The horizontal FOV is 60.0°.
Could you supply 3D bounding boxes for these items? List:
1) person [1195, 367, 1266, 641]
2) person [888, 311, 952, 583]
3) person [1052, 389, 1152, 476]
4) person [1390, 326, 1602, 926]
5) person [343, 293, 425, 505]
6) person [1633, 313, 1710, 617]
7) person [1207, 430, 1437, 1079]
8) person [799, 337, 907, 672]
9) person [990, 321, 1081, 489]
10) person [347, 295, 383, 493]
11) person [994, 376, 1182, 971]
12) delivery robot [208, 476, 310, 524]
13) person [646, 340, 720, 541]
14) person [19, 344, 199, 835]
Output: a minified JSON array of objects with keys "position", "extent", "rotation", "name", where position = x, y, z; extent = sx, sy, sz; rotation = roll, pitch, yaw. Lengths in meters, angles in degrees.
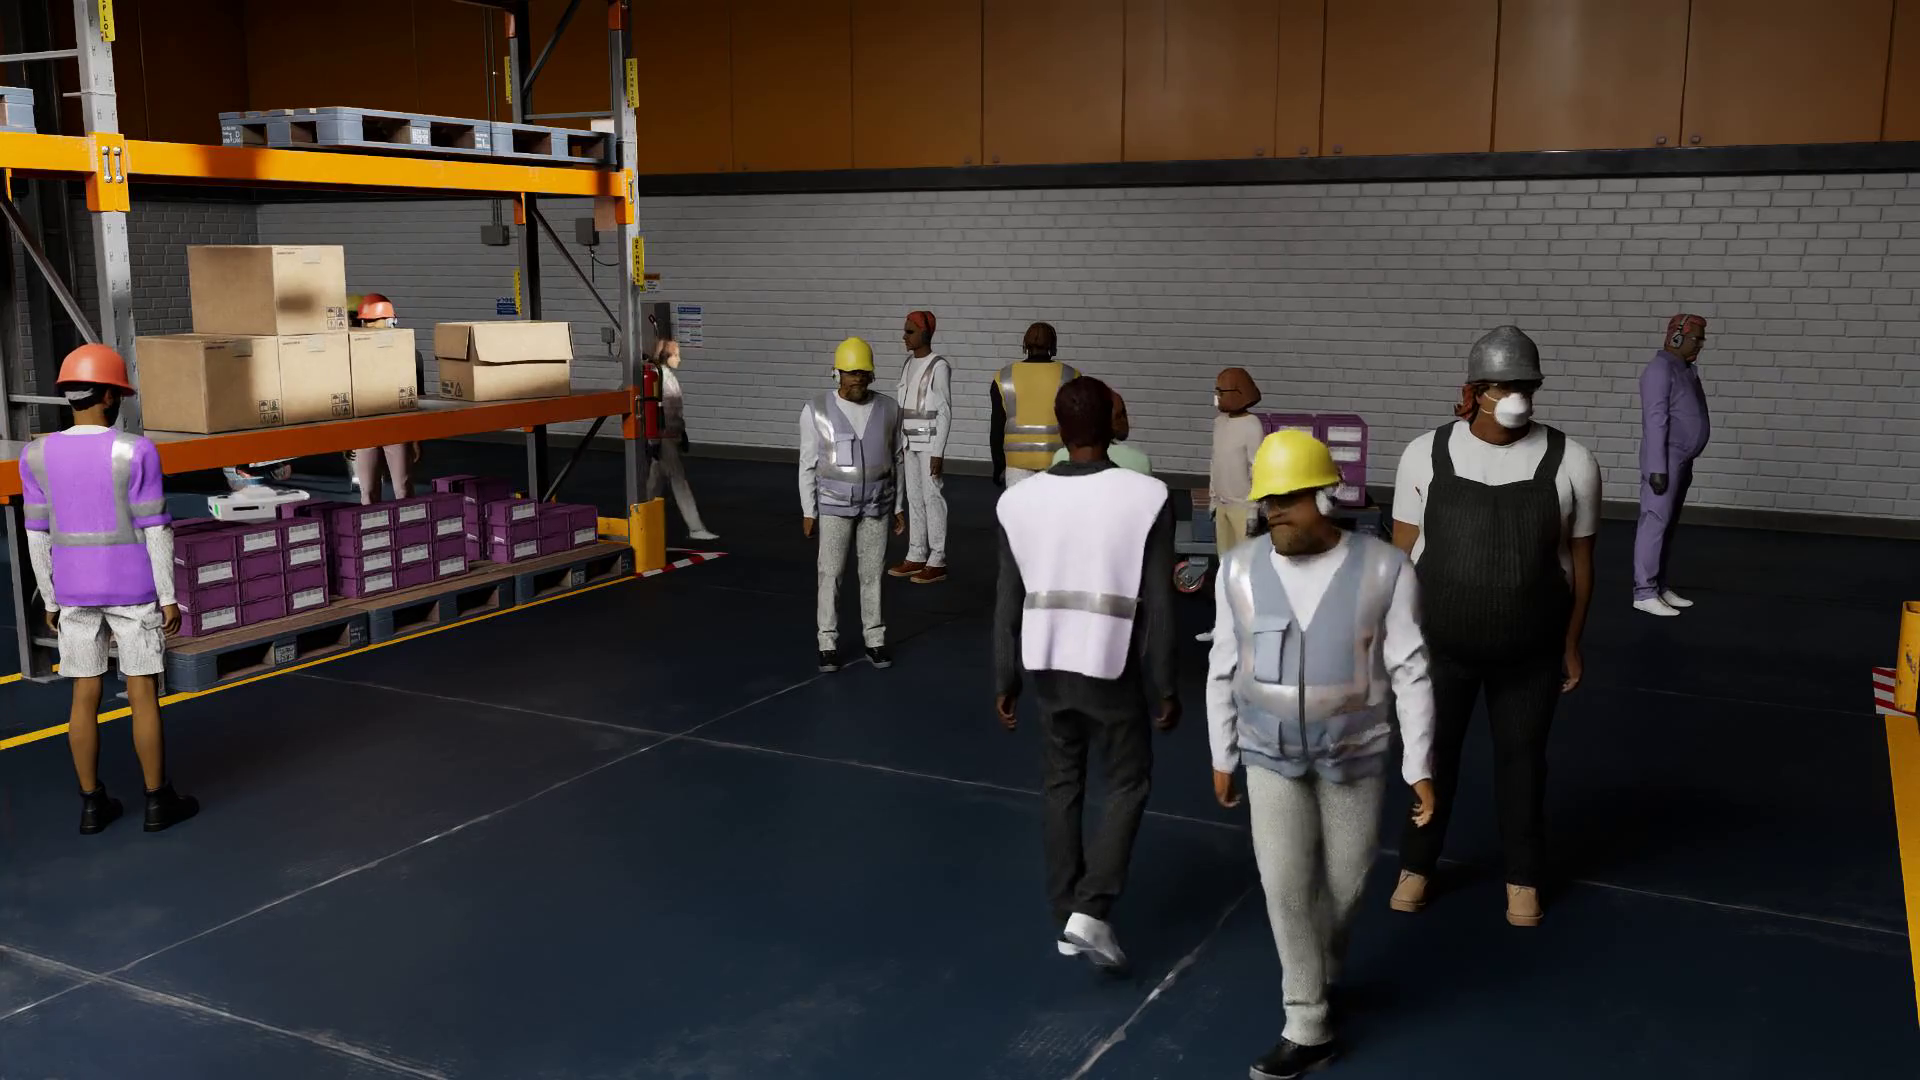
[{"position":[1.579,-0.175,9.568],"extent":[0.287,1.631,0.501],"rotation":[-4,11,-21],"name":"person"},{"position":[-0.268,-0.646,11.573],"extent":[0.356,1.883,0.574],"rotation":[-6,11,-31],"name":"person"},{"position":[0.686,0.080,8.098],"extent":[0.505,1.632,0.282],"rotation":[2,10,14],"name":"person"},{"position":[1.788,0.298,5.649],"extent":[0.688,2.000,0.538],"rotation":[3,10,19],"name":"person"},{"position":[-4.105,-0.747,11.830],"extent":[0.608,1.996,0.379],"rotation":[0,10,3],"name":"person"},{"position":[4.528,-0.481,10.565],"extent":[0.406,1.903,0.637],"rotation":[7,12,36],"name":"person"},{"position":[1.016,0.588,4.696],"extent":[0.656,1.793,0.633],"rotation":[3,10,18],"name":"person"},{"position":[-0.576,-0.191,9.090],"extent":[0.603,1.828,0.404],"rotation":[-3,10,-18],"name":"person"},{"position":[0.513,-0.489,10.786],"extent":[0.634,1.841,0.429],"rotation":[1,10,7],"name":"person"},{"position":[-5.773,-1.407,15.990],"extent":[0.589,1.890,0.944],"rotation":[-3,10,-17],"name":"person"},{"position":[0.384,0.435,5.305],"extent":[0.623,1.889,0.591],"rotation":[4,11,21],"name":"person"},{"position":[-5.404,-0.246,12.826],"extent":[0.707,0.478,0.477],"rotation":[-6,11,-31],"name":"delivery robot"},{"position":[-2.318,-0.795,13.254],"extent":[0.780,1.596,0.526],"rotation":[0,10,3],"name":"person"},{"position":[-3.340,0.201,6.541],"extent":[0.543,1.928,0.374],"rotation":[0,10,-3],"name":"person"}]
